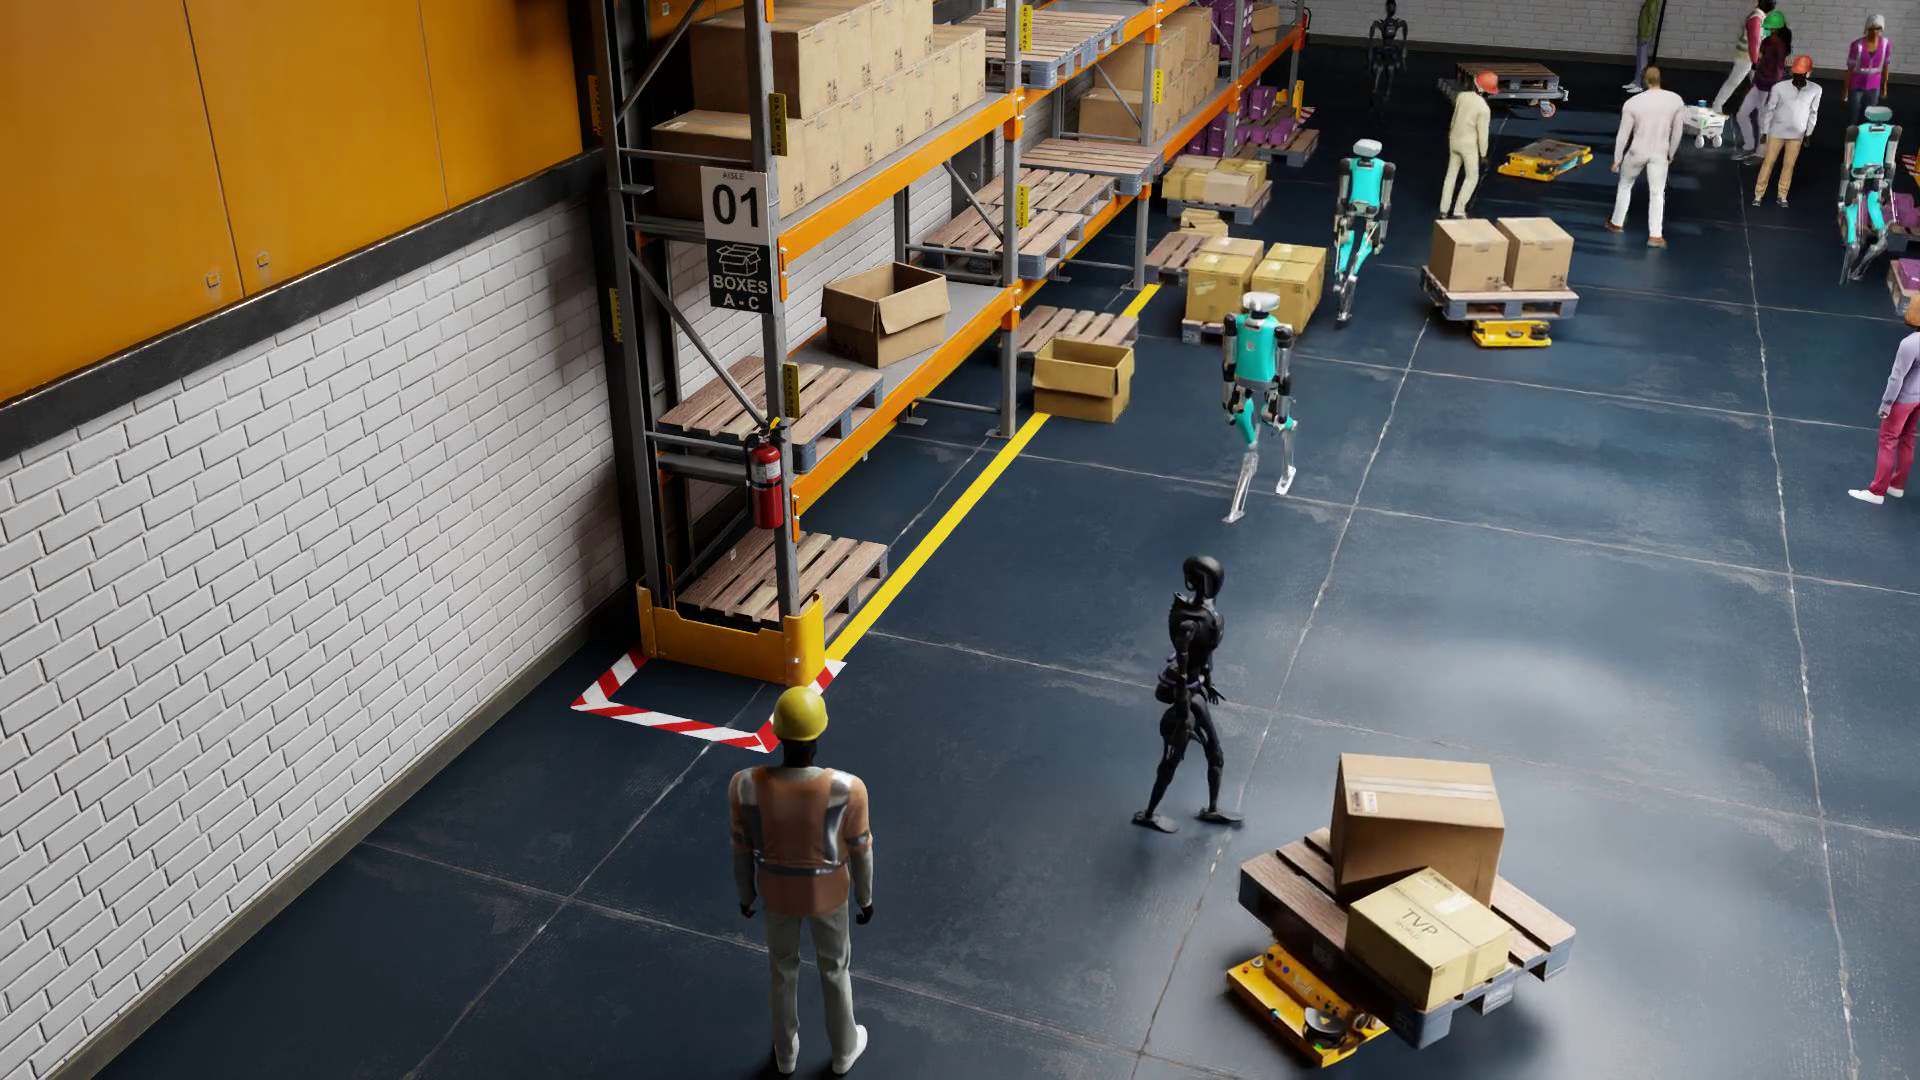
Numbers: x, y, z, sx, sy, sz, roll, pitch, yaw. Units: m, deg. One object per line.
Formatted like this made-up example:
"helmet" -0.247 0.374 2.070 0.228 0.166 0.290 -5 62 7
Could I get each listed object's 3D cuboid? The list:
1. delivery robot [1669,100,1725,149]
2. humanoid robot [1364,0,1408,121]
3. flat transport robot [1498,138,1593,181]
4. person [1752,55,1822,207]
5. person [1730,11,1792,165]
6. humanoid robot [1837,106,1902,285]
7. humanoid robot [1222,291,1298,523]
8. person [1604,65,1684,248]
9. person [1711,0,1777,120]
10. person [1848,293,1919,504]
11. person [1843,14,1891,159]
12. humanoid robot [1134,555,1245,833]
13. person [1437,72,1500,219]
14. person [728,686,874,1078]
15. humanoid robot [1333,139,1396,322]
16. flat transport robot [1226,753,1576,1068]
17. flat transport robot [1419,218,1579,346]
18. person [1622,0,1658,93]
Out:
"delivery robot" 9.875 -5.577 22.260 0.499 0.598 0.802 -6 28 -11
"humanoid robot" 5.943 -6.676 23.173 0.589 1.651 0.343 -1 27 -2
"flat transport robot" 7.451 -4.831 21.122 0.659 0.231 1.431 21 34 35
"person" 9.633 -4.752 19.349 0.571 1.747 0.334 7 28 13
"person" 10.122 -5.690 20.976 0.500 1.926 0.522 -2 27 -4
"humanoid robot" 9.188 -3.373 16.812 0.543 1.879 0.757 1 27 1
"humanoid robot" 2.288 -1.039 12.219 0.532 1.780 1.019 19 33 32
"person" 7.491 -4.173 18.114 0.674 1.869 0.939 5 28 10
"person" 11.052 -6.720 23.130 0.973 1.786 0.645 20 33 33
"person" 6.974 -1.042 12.291 0.498 1.628 0.287 -16 31 -28
"person" 11.635 -5.847 21.404 0.549 1.821 0.495 7 28 12
"humanoid robot" 1.208 0.824 8.628 0.544 1.639 0.612 10 29 19
"person" 5.740 -4.465 18.846 0.336 1.701 0.665 -10 29 -19
"person" -0.660 1.472 7.088 0.591 1.925 0.382 2 27 3
"humanoid robot" 3.715 -2.851 15.674 0.546 1.732 0.994 15 31 27
"flat transport robot" 2.032 1.975 7.920 1.431 0.231 0.659 -16 31 -28
"flat transport robot" 5.125 -2.181 15.980 0.659 0.231 1.431 -1 27 -1
"person" 10.230 -7.543 24.886 0.279 1.636 0.506 4 28 8
